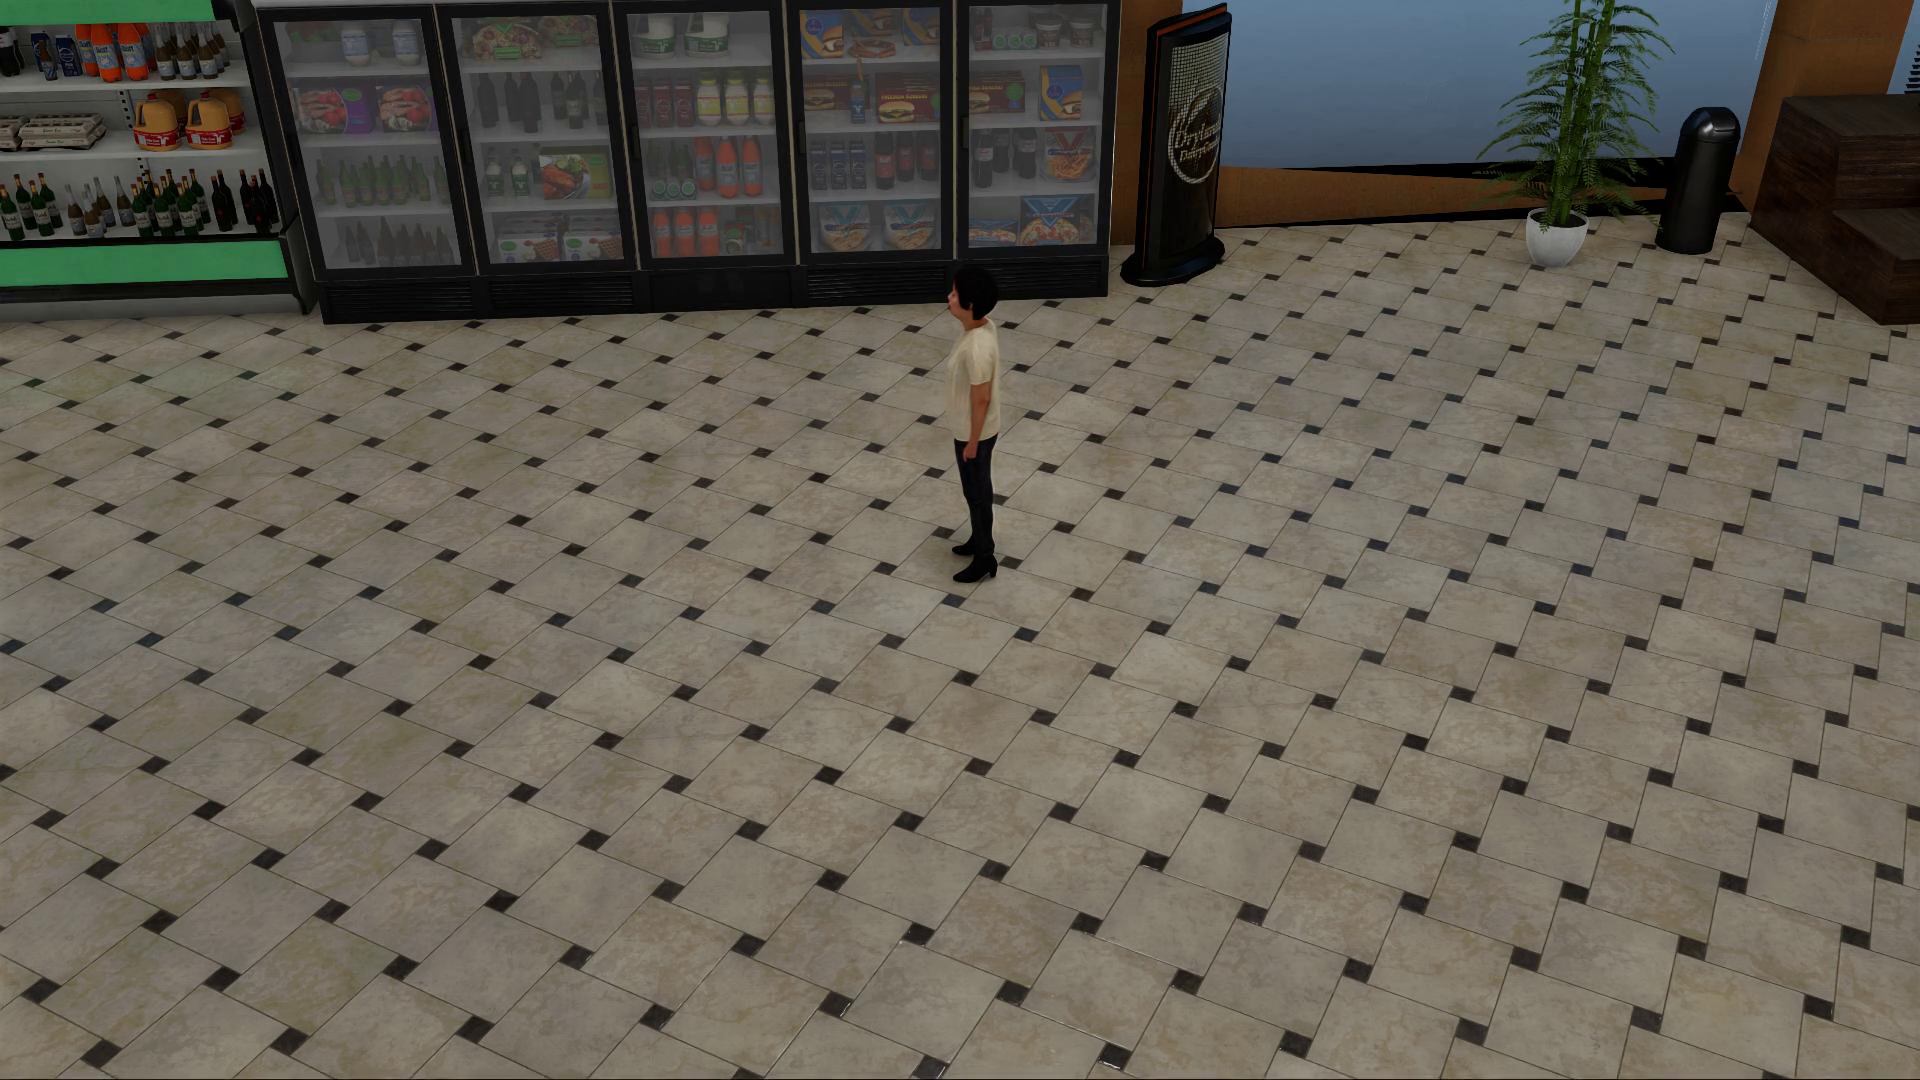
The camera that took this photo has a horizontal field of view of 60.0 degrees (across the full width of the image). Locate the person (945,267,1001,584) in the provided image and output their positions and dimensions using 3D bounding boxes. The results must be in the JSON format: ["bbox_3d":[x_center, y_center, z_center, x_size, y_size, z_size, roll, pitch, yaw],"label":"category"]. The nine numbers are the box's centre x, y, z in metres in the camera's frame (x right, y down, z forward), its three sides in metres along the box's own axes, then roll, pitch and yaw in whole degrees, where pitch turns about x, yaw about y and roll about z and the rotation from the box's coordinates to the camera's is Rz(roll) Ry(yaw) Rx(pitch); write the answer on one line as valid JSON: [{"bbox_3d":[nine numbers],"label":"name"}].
[{"bbox_3d":[0.069,-0.534,7.837,0.507,1.587,0.616,1,32,1],"label":"person"}]
